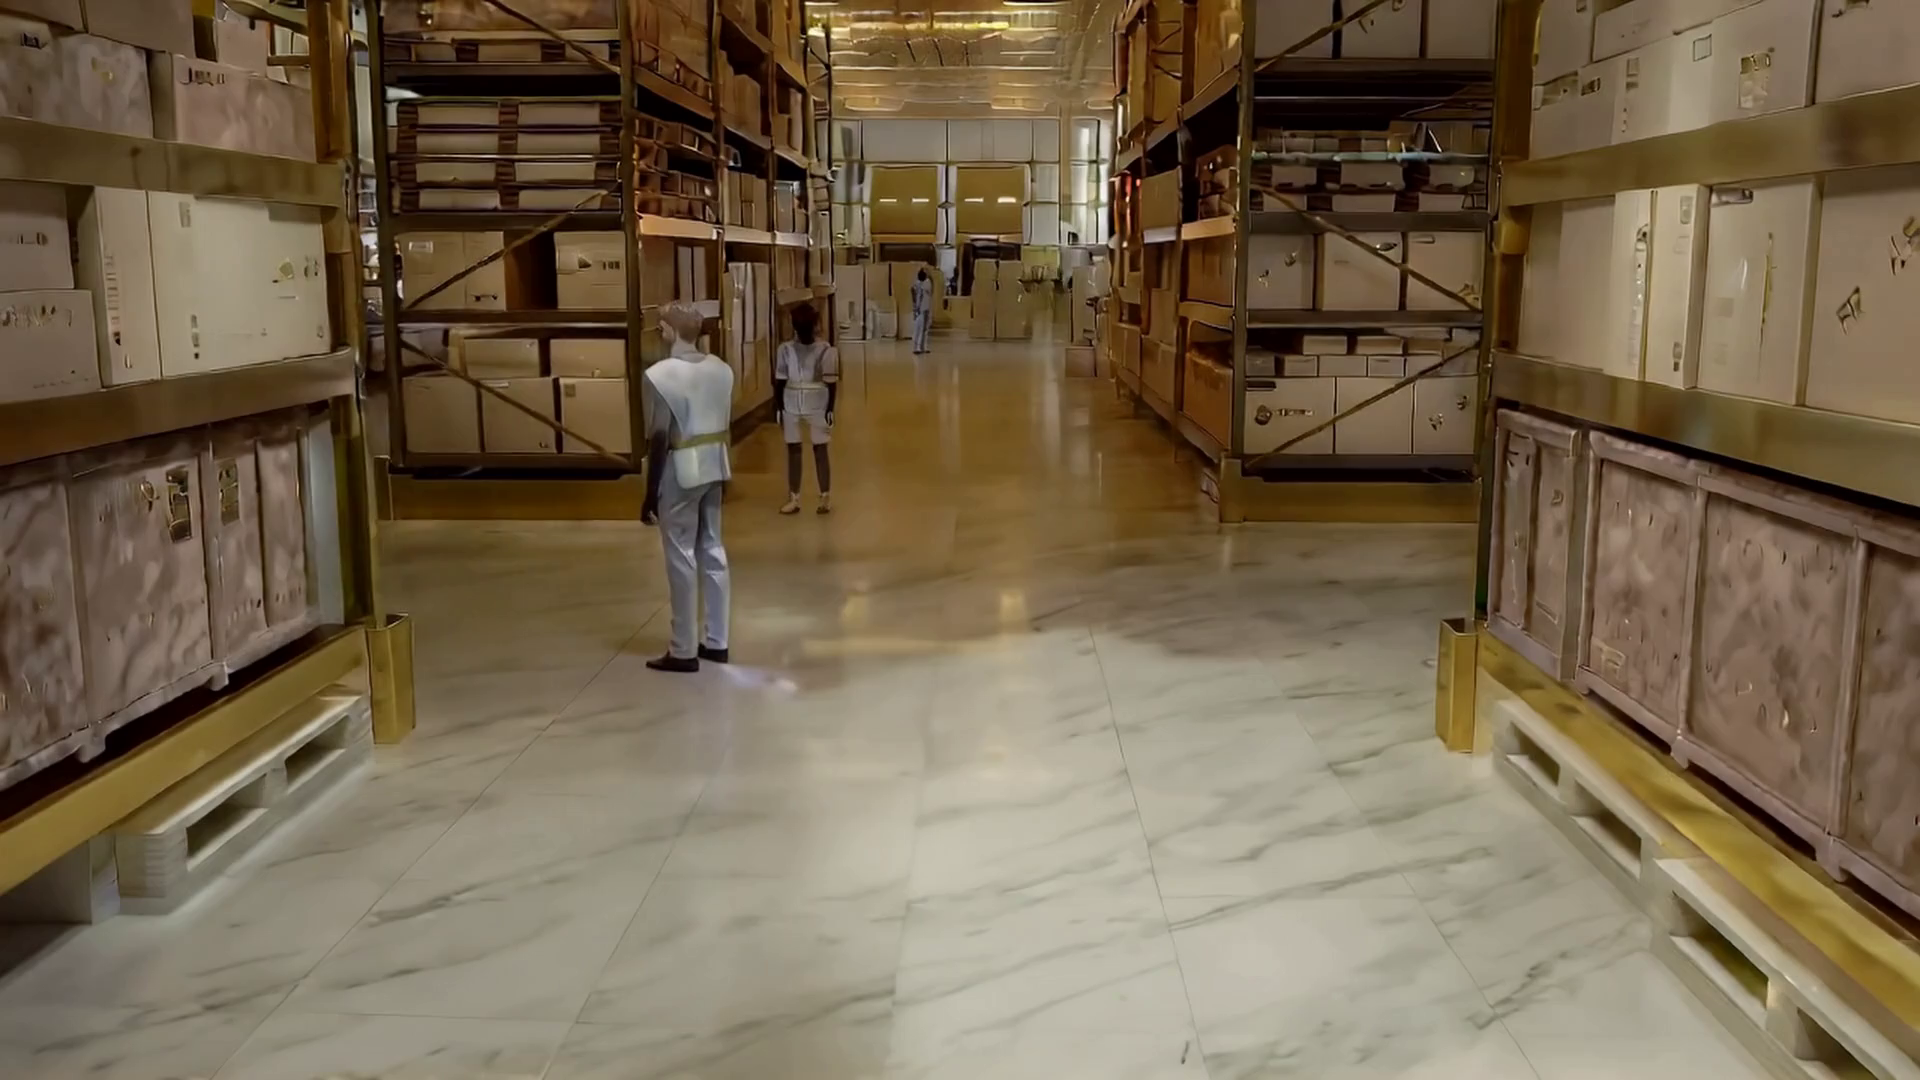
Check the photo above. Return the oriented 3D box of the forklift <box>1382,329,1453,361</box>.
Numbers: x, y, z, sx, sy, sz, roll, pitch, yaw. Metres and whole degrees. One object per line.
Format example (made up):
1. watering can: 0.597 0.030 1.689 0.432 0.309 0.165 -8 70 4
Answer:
1. forklift: 9.127 -4.787 32.236 1.873 2.768 1.129 -9 13 -43

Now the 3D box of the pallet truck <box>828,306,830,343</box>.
1. pallet truck: -3.100 -3.940 29.800 1.885 1.965 0.823 3 10 19

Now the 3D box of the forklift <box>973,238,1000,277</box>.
1. forklift: 0.890 -8.731 55.860 1.129 2.768 1.873 0 9 1

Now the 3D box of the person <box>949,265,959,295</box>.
1. person: -0.238 -10.388 68.665 0.381 1.918 0.584 -3 10 -17

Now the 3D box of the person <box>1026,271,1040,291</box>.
1. person: 2.863 -9.593 64.586 0.586 1.692 0.342 -2 10 -11

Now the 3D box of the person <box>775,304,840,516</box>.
1. person: -1.232 -1.037 13.312 0.540 1.696 0.316 3 10 15

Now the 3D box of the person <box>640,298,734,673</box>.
1. person: -1.336 -0.264 8.238 0.387 1.846 0.566 6 11 34

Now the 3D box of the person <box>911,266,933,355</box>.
1. person: -0.821 -5.026 36.480 0.354 1.937 0.635 7 12 37

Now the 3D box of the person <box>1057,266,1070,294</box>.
1. person: 2.891 -6.814 47.230 0.502 1.925 0.644 2 10 9

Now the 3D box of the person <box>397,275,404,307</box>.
1. person: -20.395 -9.030 60.160 0.976 2.000 0.727 -6 11 -30
